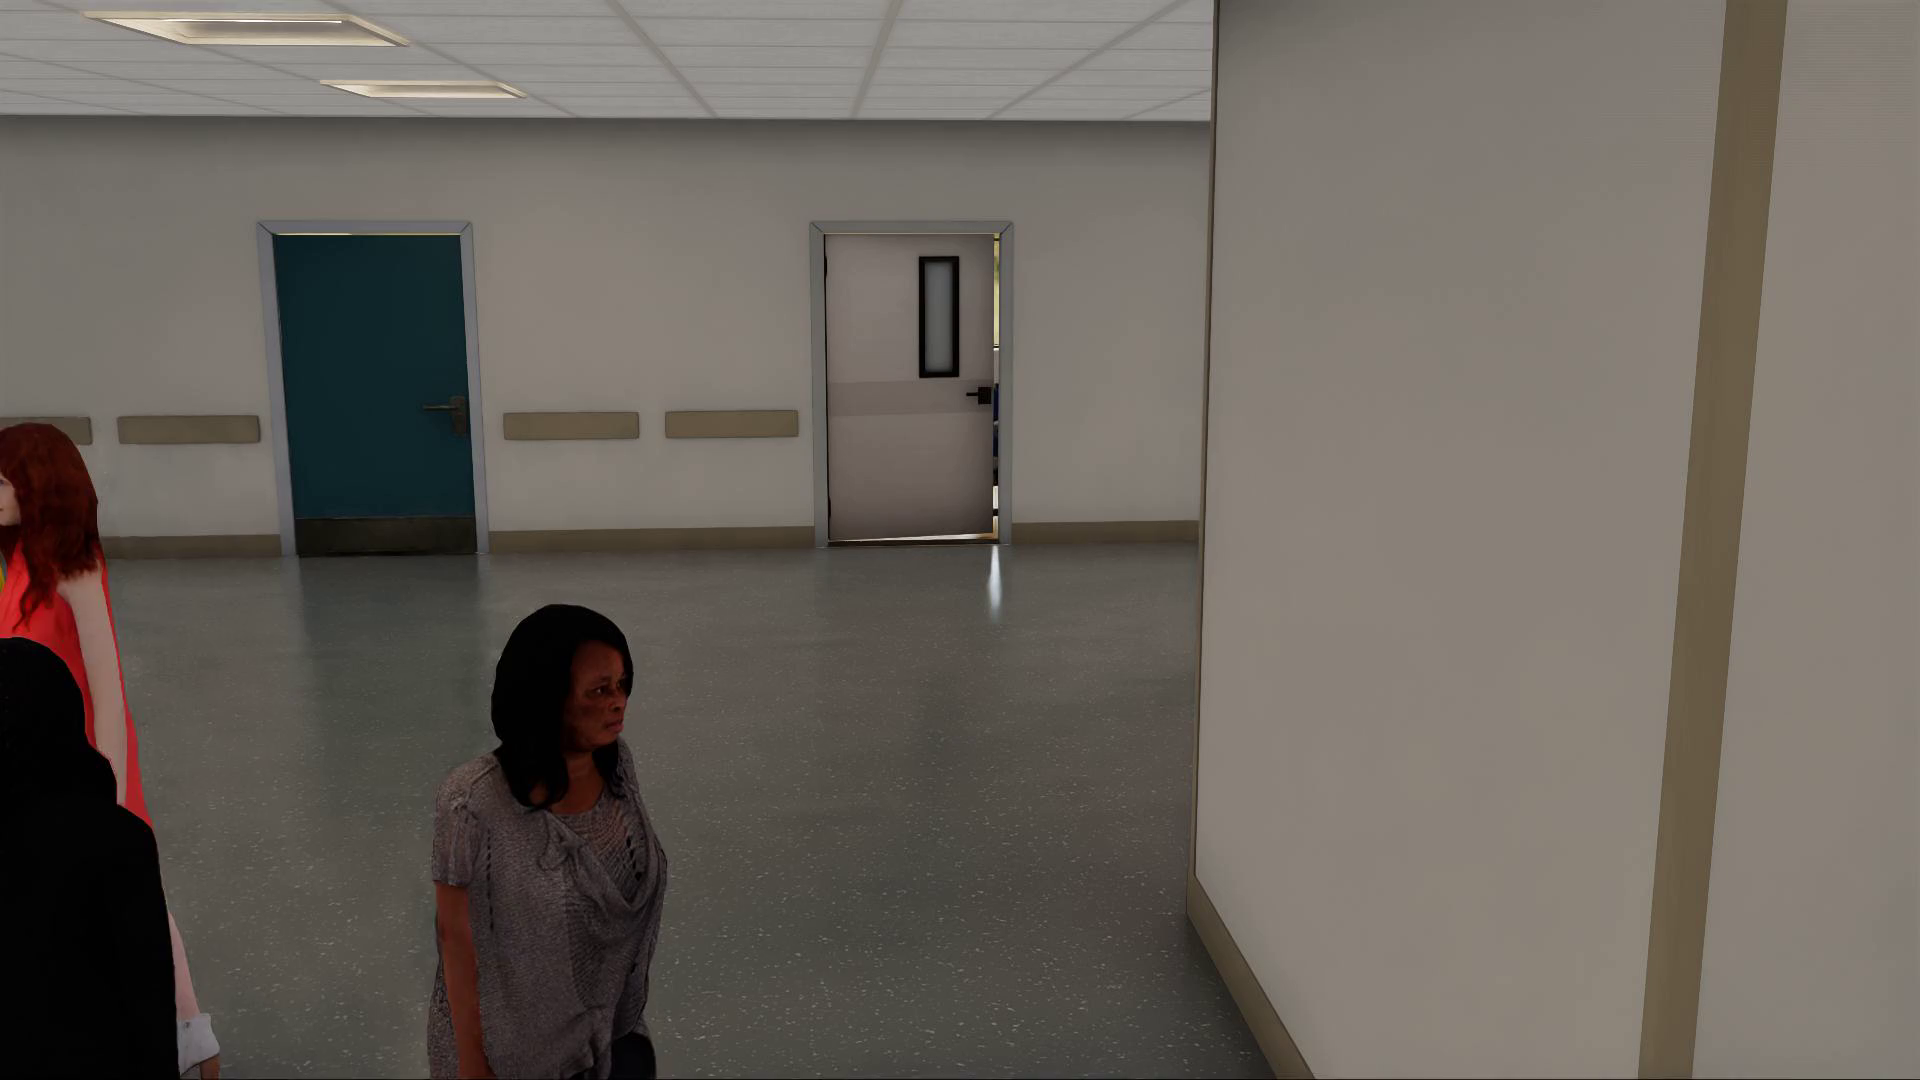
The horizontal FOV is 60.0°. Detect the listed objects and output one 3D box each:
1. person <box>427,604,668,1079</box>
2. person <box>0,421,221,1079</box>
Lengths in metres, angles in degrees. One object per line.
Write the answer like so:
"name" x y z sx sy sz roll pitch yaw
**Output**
"person" -0.845 0.898 3.232 0.929 1.590 0.867 9 14 39
"person" -2.118 0.606 4.214 1.008 1.798 0.874 -7 13 -33
